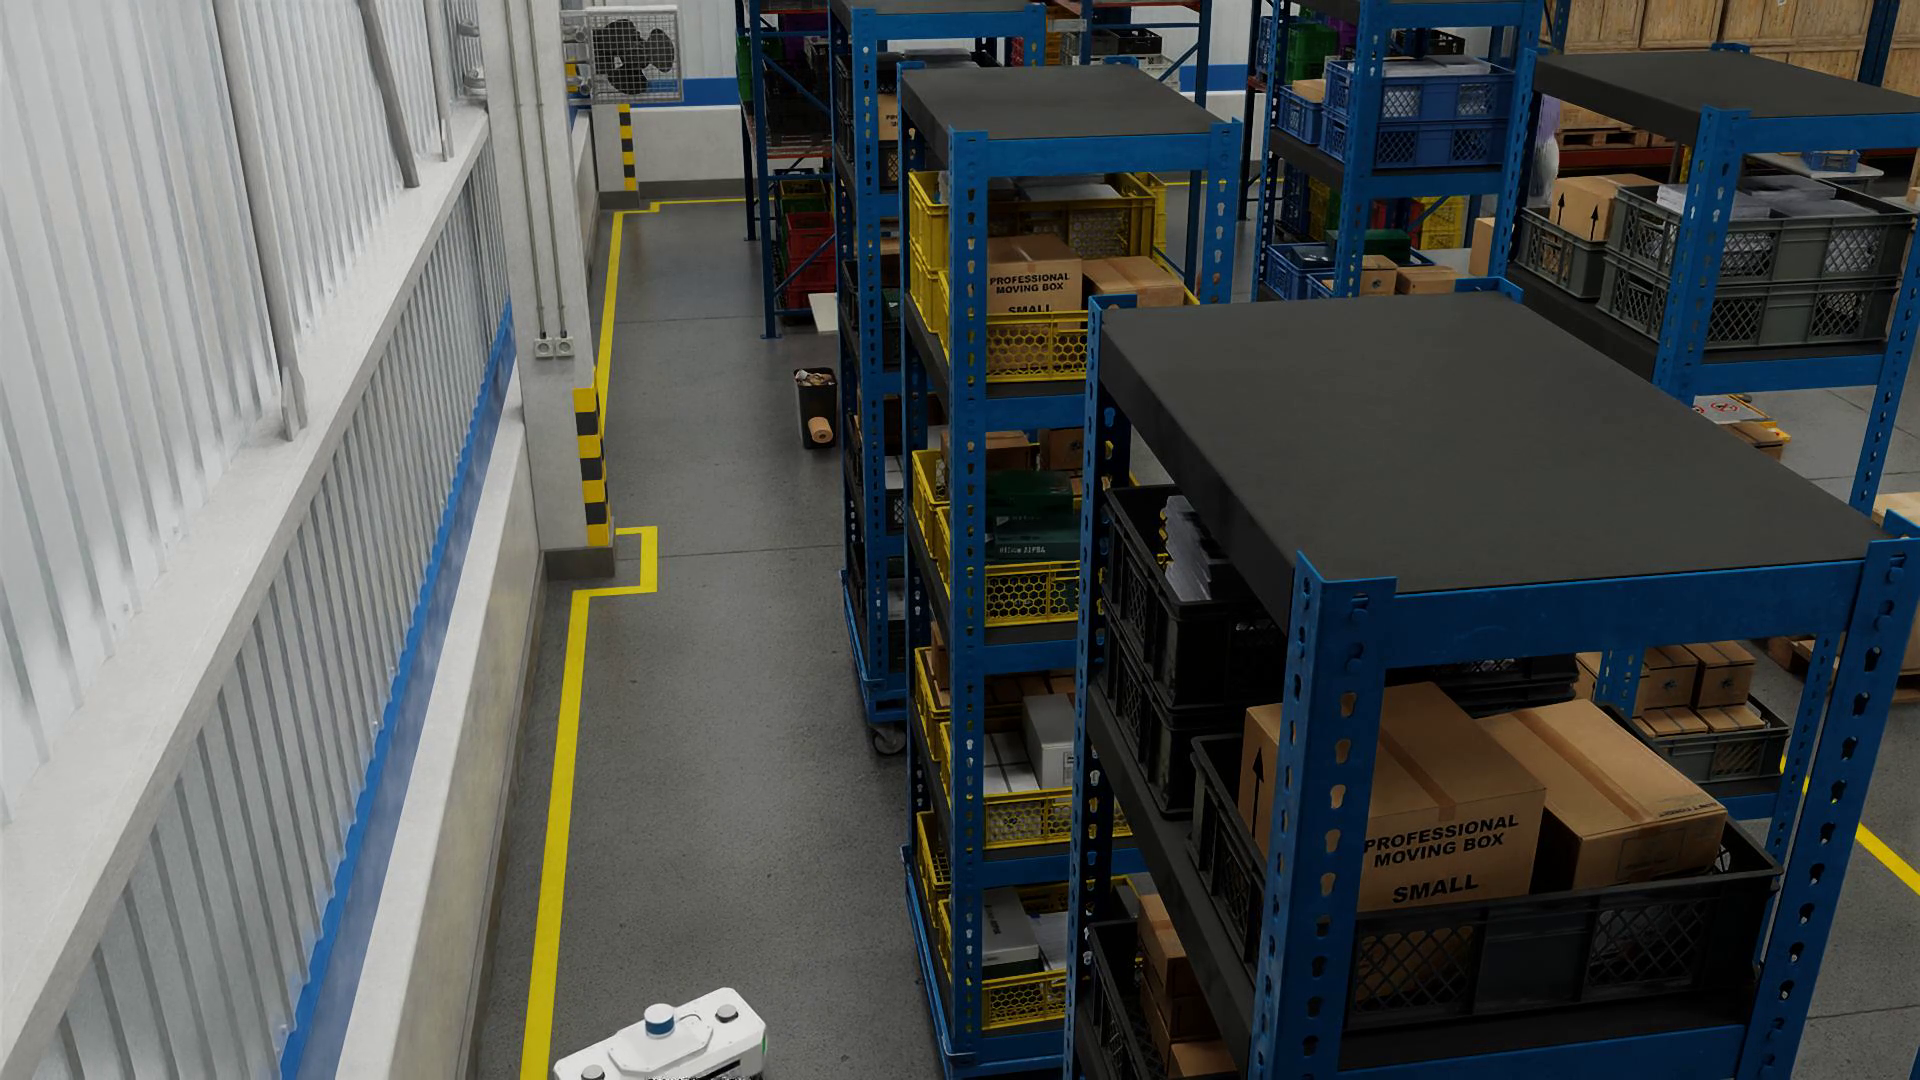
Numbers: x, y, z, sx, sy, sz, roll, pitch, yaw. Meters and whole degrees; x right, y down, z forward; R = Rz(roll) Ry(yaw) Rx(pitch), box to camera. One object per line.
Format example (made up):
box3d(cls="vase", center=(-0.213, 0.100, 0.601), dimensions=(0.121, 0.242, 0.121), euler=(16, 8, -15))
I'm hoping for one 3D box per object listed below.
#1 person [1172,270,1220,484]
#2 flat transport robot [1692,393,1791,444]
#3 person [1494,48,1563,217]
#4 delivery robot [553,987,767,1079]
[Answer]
box3d(cls="person", center=(1.598, -0.990, 10.788), dimensions=(0.522, 1.640, 0.306), euler=(6, 25, 12))
box3d(cls="flat transport robot", center=(5.224, -0.859, 12.132), dimensions=(1.431, 0.197, 0.652), euler=(-4, 25, -8))
box3d(cls="person", center=(6.075, -4.151, 17.374), dimensions=(0.645, 1.891, 0.981), euler=(-11, 27, -22))
box3d(cls="delivery robot", center=(-1.035, 1.842, 5.816), dimensions=(0.707, 0.478, 0.477), euler=(-17, 30, -33))
